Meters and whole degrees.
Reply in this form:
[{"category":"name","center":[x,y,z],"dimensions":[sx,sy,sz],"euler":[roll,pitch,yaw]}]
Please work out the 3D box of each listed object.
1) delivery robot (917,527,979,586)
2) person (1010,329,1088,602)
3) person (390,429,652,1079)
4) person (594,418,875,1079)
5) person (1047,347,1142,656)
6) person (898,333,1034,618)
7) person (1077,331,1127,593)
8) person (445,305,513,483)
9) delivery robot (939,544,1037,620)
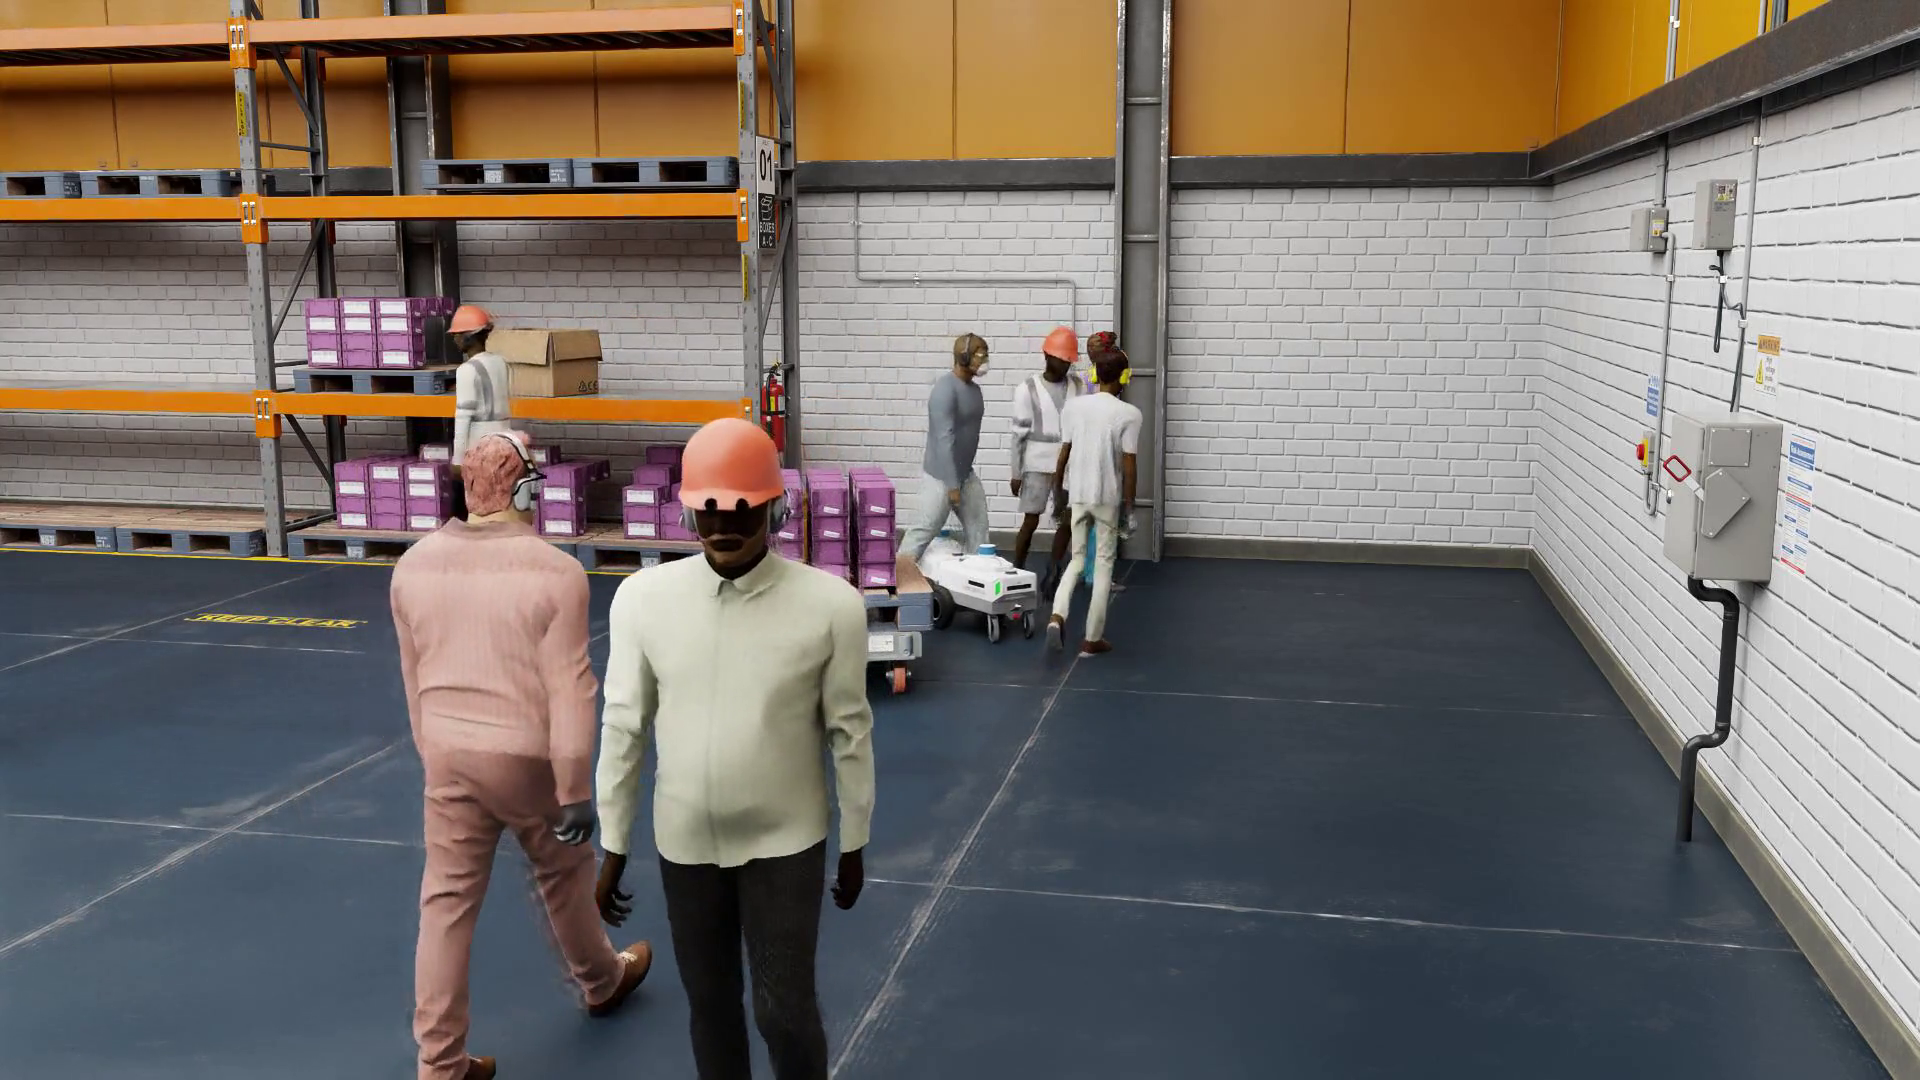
[{"category":"delivery robot","center":[-0.121,0.159,11.132],"dimensions":[0.477,0.478,0.707],"euler":[-4,10,-23]},{"category":"person","center":[0.636,-0.497,11.450],"dimensions":[0.582,1.900,0.562],"euler":[-4,10,-22]},{"category":"person","center":[-1.273,0.608,4.791],"dimensions":[0.671,1.850,0.977],"euler":[3,10,18]},{"category":"person","center":[-0.529,0.701,3.880],"dimensions":[0.636,1.980,0.436],"euler":[1,10,9]},{"category":"person","center":[0.767,-0.203,9.737],"dimensions":[0.574,1.841,0.580],"euler":[5,11,30]},{"category":"person","center":[-0.045,-0.404,10.846],"dimensions":[0.985,1.891,0.658],"euler":[4,10,23]},{"category":"person","center":[0.974,-0.555,11.824],"dimensions":[0.381,1.849,0.570],"euler":[-1,9,-6]},{"category":"person","center":[-3.424,-0.648,11.847],"dimensions":[0.424,2.028,0.644],"euler":[2,10,9]},{"category":"delivery robot","center":[0.173,0.270,10.468],"dimensions":[0.477,0.478,0.707],"euler":[-6,11,-33]}]
